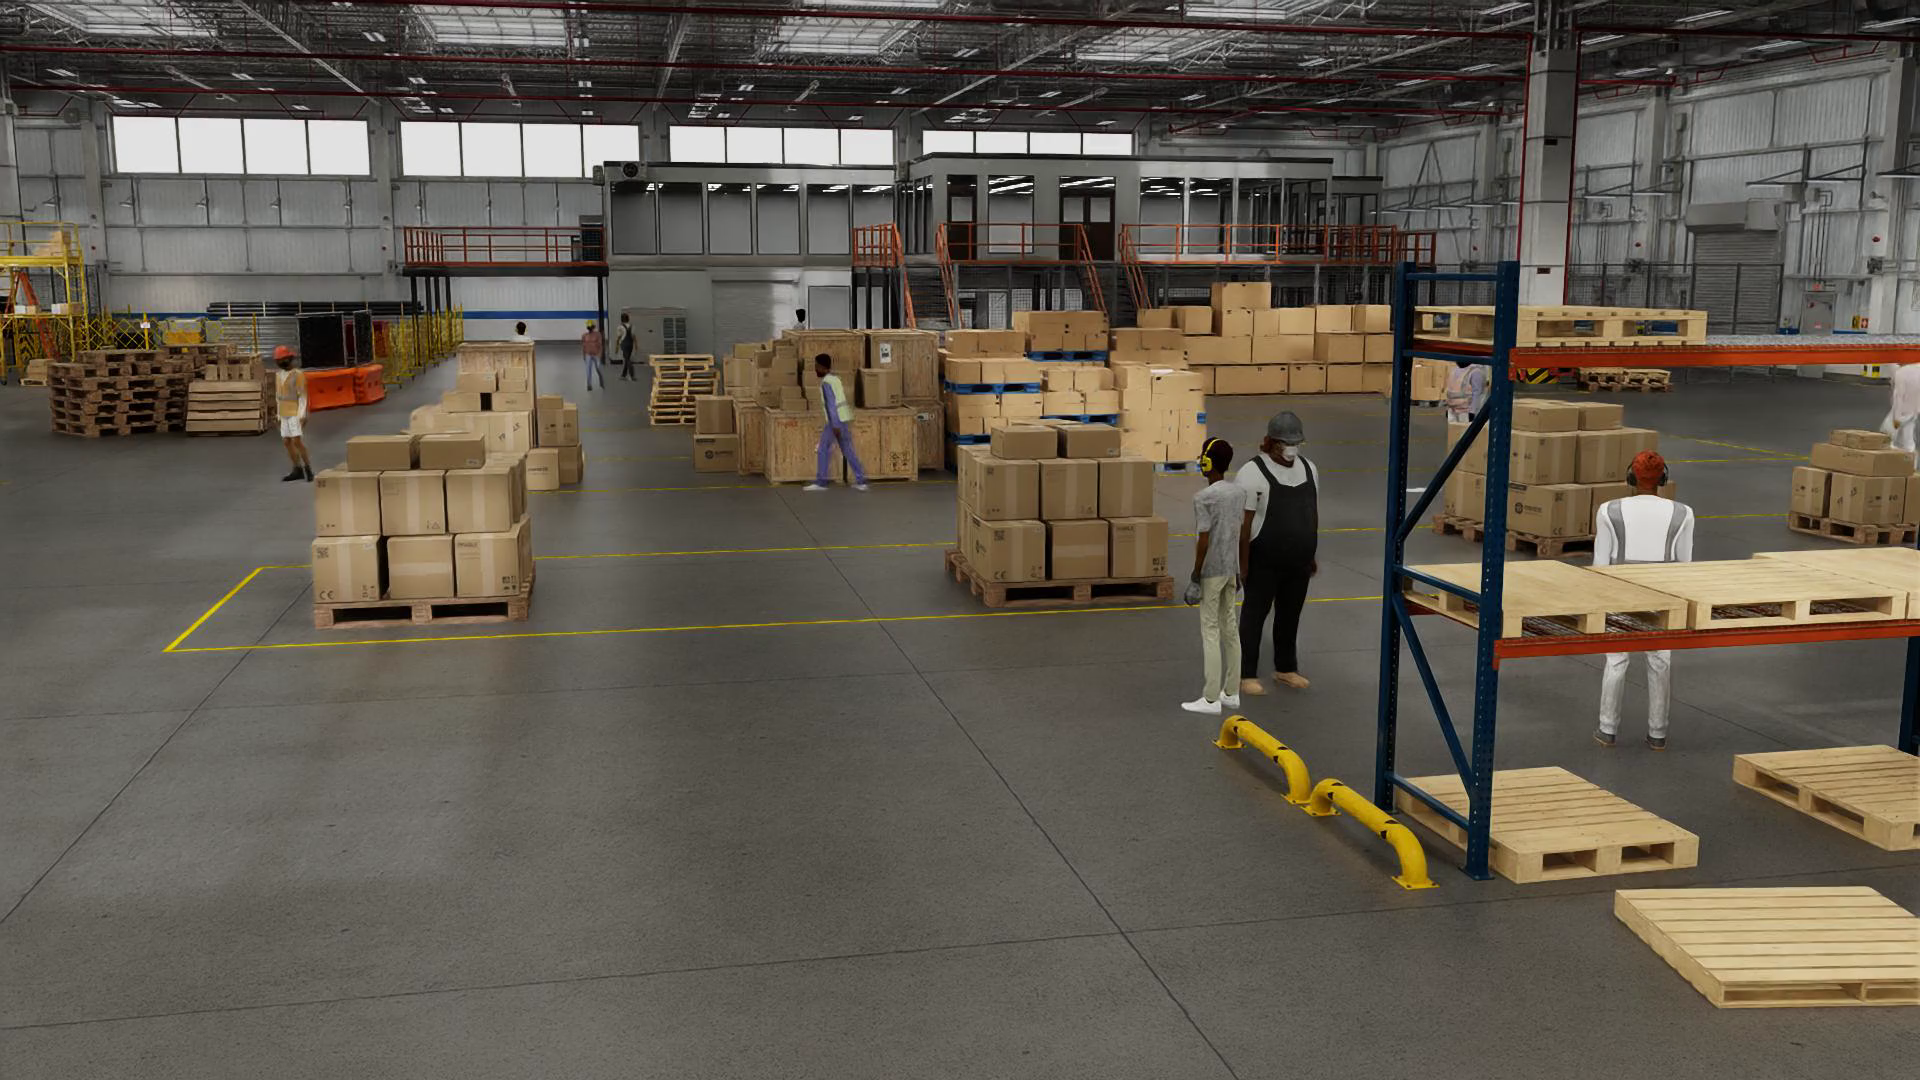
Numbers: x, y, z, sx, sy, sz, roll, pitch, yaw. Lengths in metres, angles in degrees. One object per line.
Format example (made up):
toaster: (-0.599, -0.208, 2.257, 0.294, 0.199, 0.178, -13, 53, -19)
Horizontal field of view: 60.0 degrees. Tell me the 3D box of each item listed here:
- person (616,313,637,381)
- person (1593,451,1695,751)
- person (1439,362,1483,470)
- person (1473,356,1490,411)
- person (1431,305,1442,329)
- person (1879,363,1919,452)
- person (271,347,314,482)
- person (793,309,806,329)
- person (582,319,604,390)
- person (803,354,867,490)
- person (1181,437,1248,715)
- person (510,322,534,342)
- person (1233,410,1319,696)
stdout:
person: (-8.805, -5.094, 44.002, 0.522, 1.797, 1.008, -7, 12, -37)
person: (4.240, 0.380, 10.379, 0.574, 1.876, 0.356, 3, 10, 17)
person: (7.350, -1.906, 24.408, 0.429, 1.843, 0.627, -4, 10, -25)
person: (10.027, -3.123, 32.213, 0.525, 1.708, 0.826, 5, 11, 29)
person: (13.774, -5.918, 48.653, 0.948, 1.897, 0.620, 8, 12, 39)
person: (13.030, -1.725, 23.029, 0.625, 1.923, 0.504, -6, 11, -31)
person: (-9.349, -1.758, 23.391, 0.682, 1.900, 0.368, 5, 11, 30)
person: (-4.036, -4.875, 42.115, 0.363, 1.965, 0.610, -4, 10, -21)
person: (-9.007, -4.565, 40.877, 0.522, 1.747, 0.694, 0, 9, 3)
person: (-1.652, -1.580, 22.424, 0.855, 1.857, 0.610, 2, 9, 11)
person: (1.717, 0.242, 11.217, 0.517, 1.874, 0.328, -8, 12, -41)
person: (-9.189, -3.646, 34.933, 0.536, 1.866, 0.314, -4, 10, -24)
person: (2.250, 0.082, 11.679, 0.700, 2.000, 0.535, -5, 11, -28)
